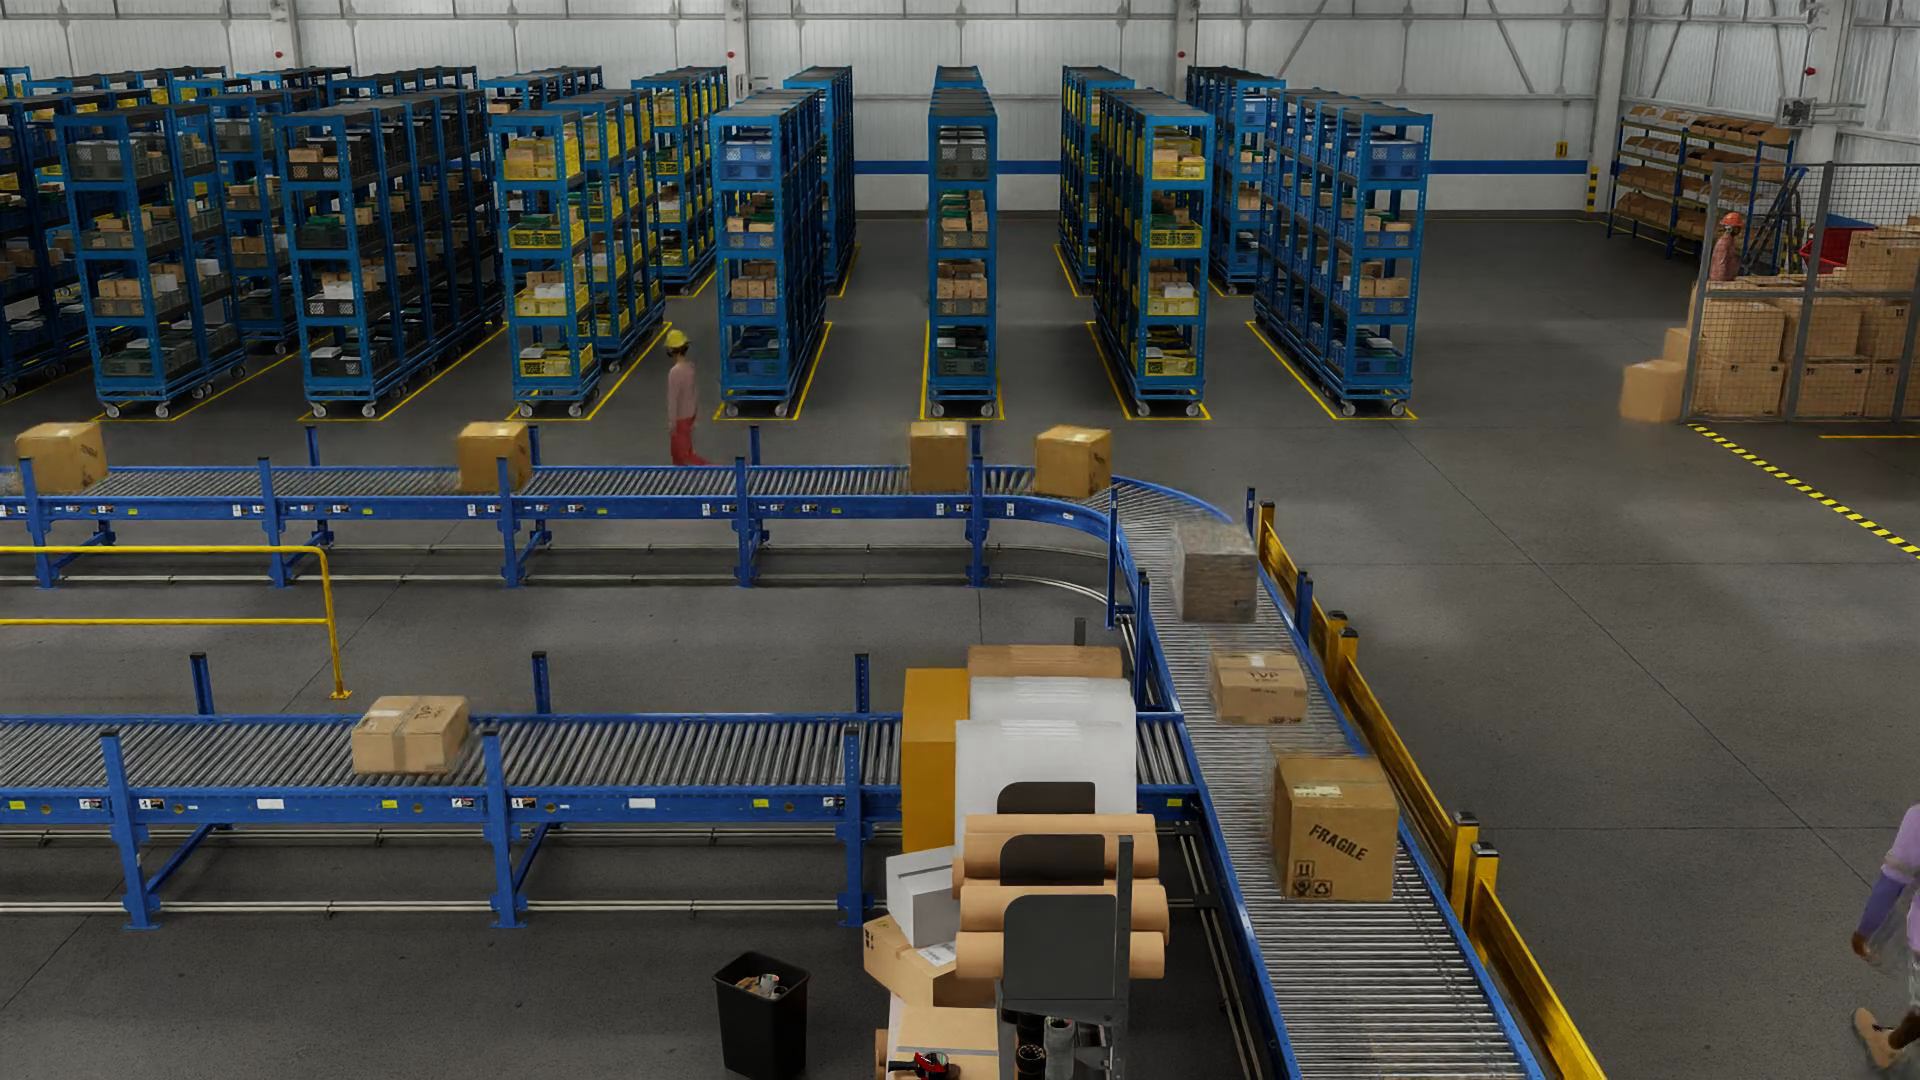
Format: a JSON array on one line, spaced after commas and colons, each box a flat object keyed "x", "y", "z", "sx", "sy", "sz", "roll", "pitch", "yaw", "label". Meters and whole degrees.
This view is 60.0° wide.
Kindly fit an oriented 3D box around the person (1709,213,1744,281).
[{"x": 10.843, "y": -3.647, "z": 23.649, "sx": 0.376, "sy": 1.995, "sz": 0.609, "roll": 8, "pitch": 20, "yaw": 24, "label": "person"}]

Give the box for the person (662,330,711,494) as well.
[{"x": -2.715, "y": -1.240, "z": 16.644, "sx": 0.779, "sy": 1.742, "sz": 0.527, "roll": 4, "pitch": 18, "yaw": 12, "label": "person"}]

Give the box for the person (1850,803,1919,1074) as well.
[{"x": 4.262, "y": 1.660, "z": 7.296, "sx": 0.642, "sy": 1.991, "sz": 1.020, "roll": -2, "pitch": 18, "yaw": -5, "label": "person"}]

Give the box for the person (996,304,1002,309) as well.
[{"x": 0.160, "y": -4.472, "z": 26.514, "sx": 0.971, "sy": 1.789, "sz": 0.577, "roll": 5, "pitch": 19, "yaw": 14, "label": "person"}]
